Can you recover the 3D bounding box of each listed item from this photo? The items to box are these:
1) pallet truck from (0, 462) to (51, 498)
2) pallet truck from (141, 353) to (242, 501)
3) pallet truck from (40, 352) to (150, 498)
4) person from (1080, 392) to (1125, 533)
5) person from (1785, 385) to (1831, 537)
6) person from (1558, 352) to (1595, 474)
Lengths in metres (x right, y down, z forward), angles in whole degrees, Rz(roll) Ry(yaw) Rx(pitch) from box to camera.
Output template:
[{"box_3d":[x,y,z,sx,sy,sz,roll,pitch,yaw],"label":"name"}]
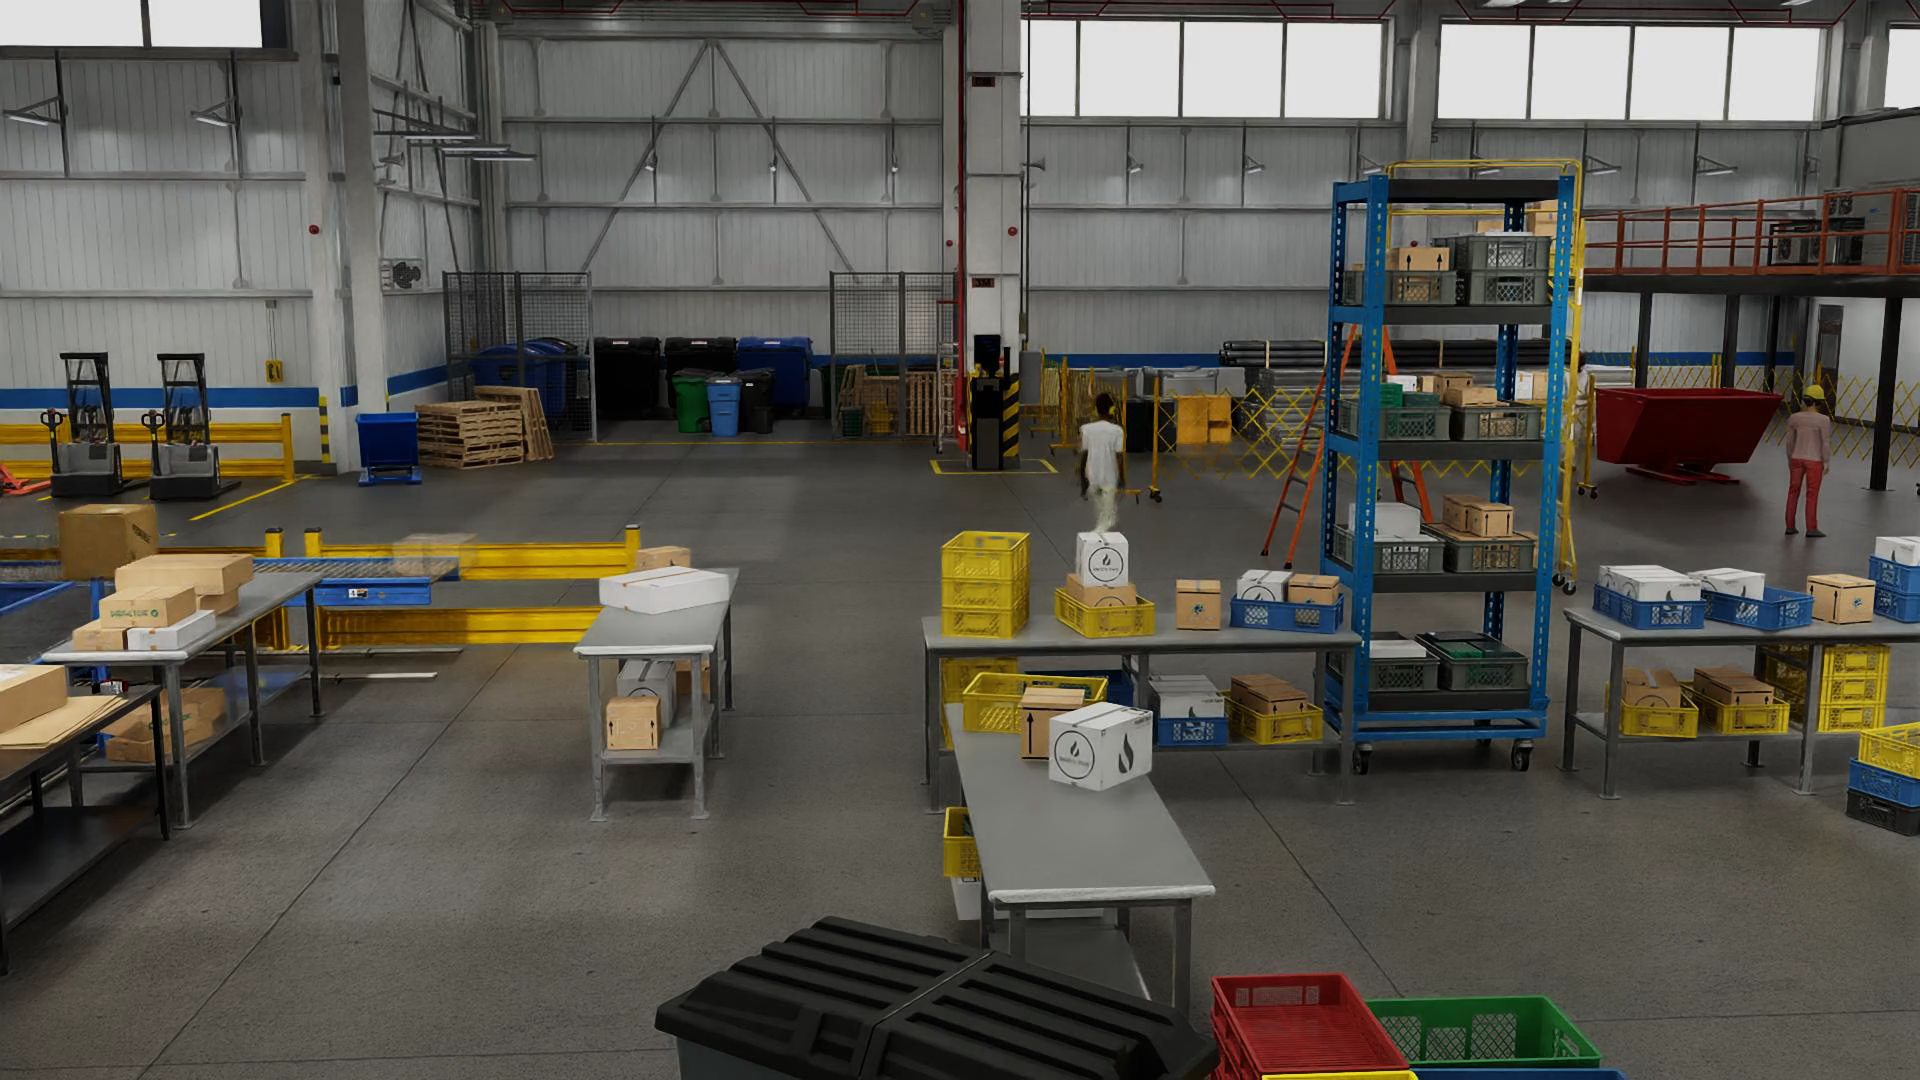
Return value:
[{"box_3d":[-13.193,-1.293,23.148,0.653,1.274,1.630,-1,9,-4],"label":"pallet truck"},{"box_3d":[-10.520,-1.604,22.925,0.823,1.965,1.885,-1,9,-6],"label":"pallet truck"},{"box_3d":[-11.907,-1.642,23.165,0.823,1.965,1.885,0,9,0],"label":"pallet truck"},{"box_3d":[1.433,-0.585,17.017,0.518,1.852,0.722,6,11,35],"label":"person"},{"box_3d":[9.858,-0.915,19.326,0.309,1.769,0.523,-5,11,-31],"label":"person"},{"box_3d":[9.399,-1.941,25.447,0.585,1.872,0.422,1,9,7],"label":"person"}]
